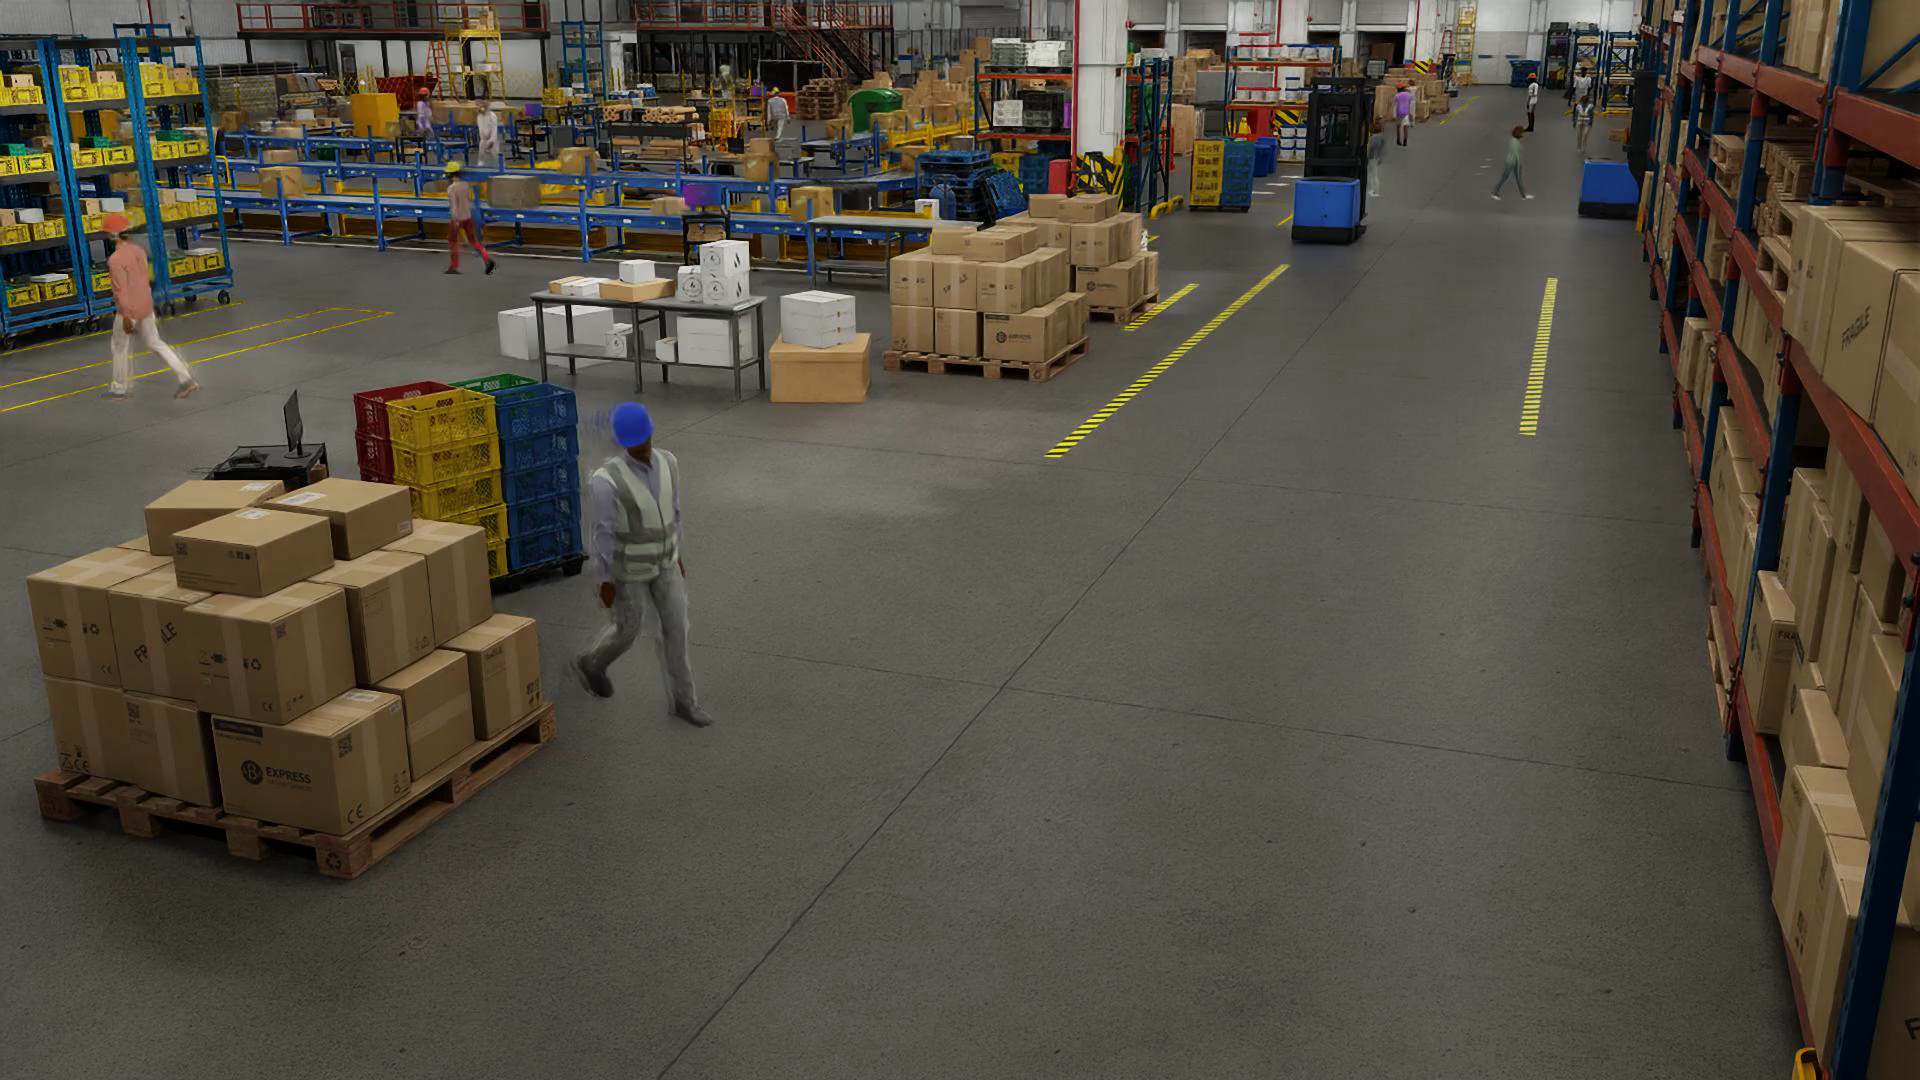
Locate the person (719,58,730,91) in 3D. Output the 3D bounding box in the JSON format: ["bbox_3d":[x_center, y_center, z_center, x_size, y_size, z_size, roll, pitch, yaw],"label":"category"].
[{"bbox_3d":[-10.526,-20.512,74.189,0.456,1.903,0.616,14,22,37],"label":"person"}]

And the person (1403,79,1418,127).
[{"bbox_3d":[15.739,-15.256,58.105,0.514,1.639,0.310,-8,19,-23],"label":"person"}]

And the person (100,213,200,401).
[{"bbox_3d":[-8.479,-2.396,17.204,0.998,1.955,0.640,2,18,6],"label":"person"}]

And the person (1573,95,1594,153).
[{"bbox_3d":[17.793,-11.883,47.542,0.539,1.606,0.741,8,19,23],"label":"person"}]

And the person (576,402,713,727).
[{"bbox_3d":[-1.849,0.115,9.393,0.862,1.904,0.632,13,22,34],"label":"person"}]

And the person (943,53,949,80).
[{"bbox_3d":[-0.739,-24.739,87.568,0.363,1.856,0.638,0,18,1],"label":"person"}]

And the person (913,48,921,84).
[{"bbox_3d":[-2.385,-26.182,91.950,0.543,1.939,0.371,14,23,38],"label":"person"}]

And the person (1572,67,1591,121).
[{"bbox_3d":[22.884,-16.418,61.245,0.608,1.960,0.371,5,18,15],"label":"person"}]

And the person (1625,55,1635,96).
[{"bbox_3d":[31.993,-22.141,79.261,0.373,1.935,0.627,12,21,33],"label":"person"}]

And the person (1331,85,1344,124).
[{"bbox_3d":[11.926,-13.576,52.618,0.315,1.770,0.524,-11,21,-31],"label":"person"}]

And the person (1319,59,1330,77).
[{"bbox_3d":[18.696,-24.078,85.367,0.587,1.922,0.383,-1,18,-3],"label":"person"}]

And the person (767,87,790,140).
[{"bbox_3d":[-5.364,-12.421,48.983,0.591,1.779,0.977,5,18,15],"label":"person"}]

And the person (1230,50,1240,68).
[{"bbox_3d":[15.007,-25.743,90.614,0.656,1.919,0.419,-8,19,-24],"label":"person"}]

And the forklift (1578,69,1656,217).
[{"bbox_3d":[13.219,-7.740,32.475,1.873,2.768,1.129,6,19,18],"label":"forklift"}]

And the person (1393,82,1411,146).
[{"bbox_3d":[13.331,-12.839,50.121,0.581,1.879,0.911,1,18,3],"label":"person"}]

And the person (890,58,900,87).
[{"bbox_3d":[-3.192,-22.912,82.056,0.492,1.726,0.764,-1,18,-3],"label":"person"}]

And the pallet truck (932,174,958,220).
[{"bbox_3d":[-0.507,-5.292,27.348,0.653,1.274,1.630,6,19,19],"label":"pallet truck"}]

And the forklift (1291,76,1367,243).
[{"bbox_3d":[6.598,-6.755,29.381,1.129,2.768,1.873,6,19,19],"label":"forklift"}]

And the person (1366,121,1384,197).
[{"bbox_3d":[8.999,-8.312,36.332,0.586,1.614,0.512,12,21,33],"label":"person"}]

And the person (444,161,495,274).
[{"bbox_3d":[-7.583,-4.931,25.496,0.811,1.741,0.514,7,19,22],"label":"person"}]

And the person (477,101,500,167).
[{"bbox_3d":[-11.394,-9.600,40.005,0.641,1.842,1.029,8,19,24],"label":"person"}]

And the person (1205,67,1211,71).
[{"bbox_3d":[9.198,-16.710,62.241,0.555,1.911,0.848,15,23,40],"label":"person"}]

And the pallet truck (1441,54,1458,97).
[{"bbox_3d":[22.765,-21.886,78.355,0.823,1.965,1.885,-4,18,-14],"label":"pallet truck"}]

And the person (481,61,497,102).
[{"bbox_3d":[-20.898,-20.297,73.675,0.927,1.802,0.542,5,18,14],"label":"person"}]

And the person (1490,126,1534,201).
[{"bbox_3d":[11.839,-8.043,35.534,0.899,1.581,0.504,10,20,29],"label":"person"}]

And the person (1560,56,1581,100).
[{"bbox_3d":[27.882,-20.936,75.302,1.046,2.000,0.680,14,22,37],"label":"person"}]

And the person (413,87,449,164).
[{"bbox_3d":[-14.085,-10.946,43.992,1.077,1.985,0.630,2,18,7],"label":"person"}]

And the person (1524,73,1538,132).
[{"bbox_3d":[19.215,-14.733,56.003,0.388,1.929,0.540,15,23,39],"label":"person"}]

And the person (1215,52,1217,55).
[{"bbox_3d":[13.473,-24.857,87.910,0.512,1.864,0.325,-8,19,-24],"label":"person"}]

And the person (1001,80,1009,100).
[{"bbox_3d":[1.718,-18.095,66.666,0.521,1.864,0.335,2,18,7],"label":"person"}]
